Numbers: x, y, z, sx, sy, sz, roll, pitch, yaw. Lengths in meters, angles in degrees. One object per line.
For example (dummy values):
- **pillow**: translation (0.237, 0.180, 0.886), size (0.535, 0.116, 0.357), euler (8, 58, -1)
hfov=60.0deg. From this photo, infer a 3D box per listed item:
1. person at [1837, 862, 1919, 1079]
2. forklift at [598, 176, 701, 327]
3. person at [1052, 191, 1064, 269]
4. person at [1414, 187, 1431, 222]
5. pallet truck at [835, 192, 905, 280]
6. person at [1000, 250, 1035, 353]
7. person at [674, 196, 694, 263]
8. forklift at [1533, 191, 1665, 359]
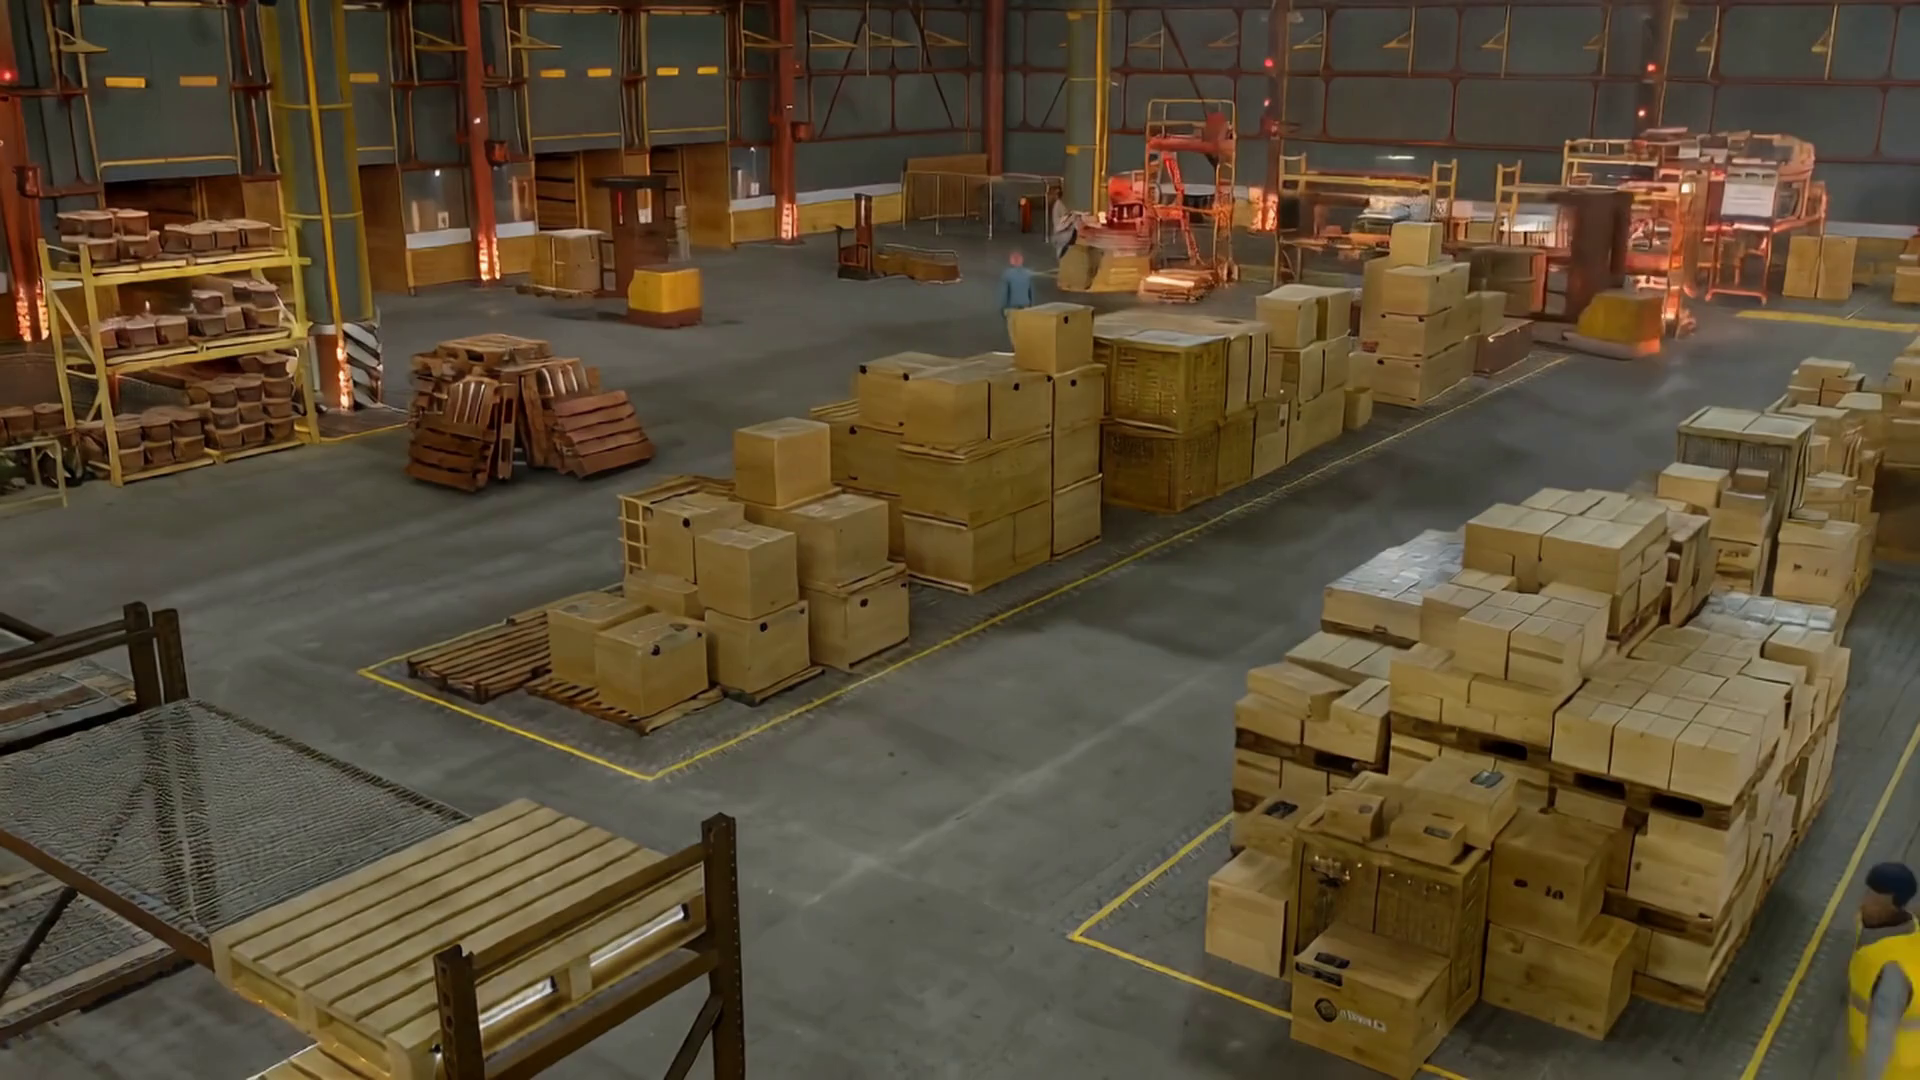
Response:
- **person**: translation (4.287, 2.343, 7.718), size (0.552, 1.897, 0.723), euler (9, 19, 27)
- **forklift**: translation (-6.138, -5.705, 32.666), size (1.873, 2.768, 1.129), euler (12, 21, 35)
- **person**: translation (2.528, -7.561, 40.506), size (0.417, 1.896, 0.797), euler (15, 22, 40)
- **person**: translation (11.794, -8.123, 42.288), size (0.382, 1.930, 0.547), euler (-9, 19, -28)
- **pallet truck**: translation (-1.936, -7.159, 38.982), size (1.885, 1.965, 0.823), euler (-12, 21, -34)
- **person**: translation (0.983, -4.045, 28.773), size (0.632, 1.938, 0.359), euler (-6, 18, -20)
- **person**: translation (-6.939, -7.765, 41.602), size (0.518, 1.637, 0.309), euler (13, 21, 36)
- **forklift**: translation (11.449, -4.745, 29.487), size (1.129, 2.768, 1.873), euler (-13, 21, -36)
